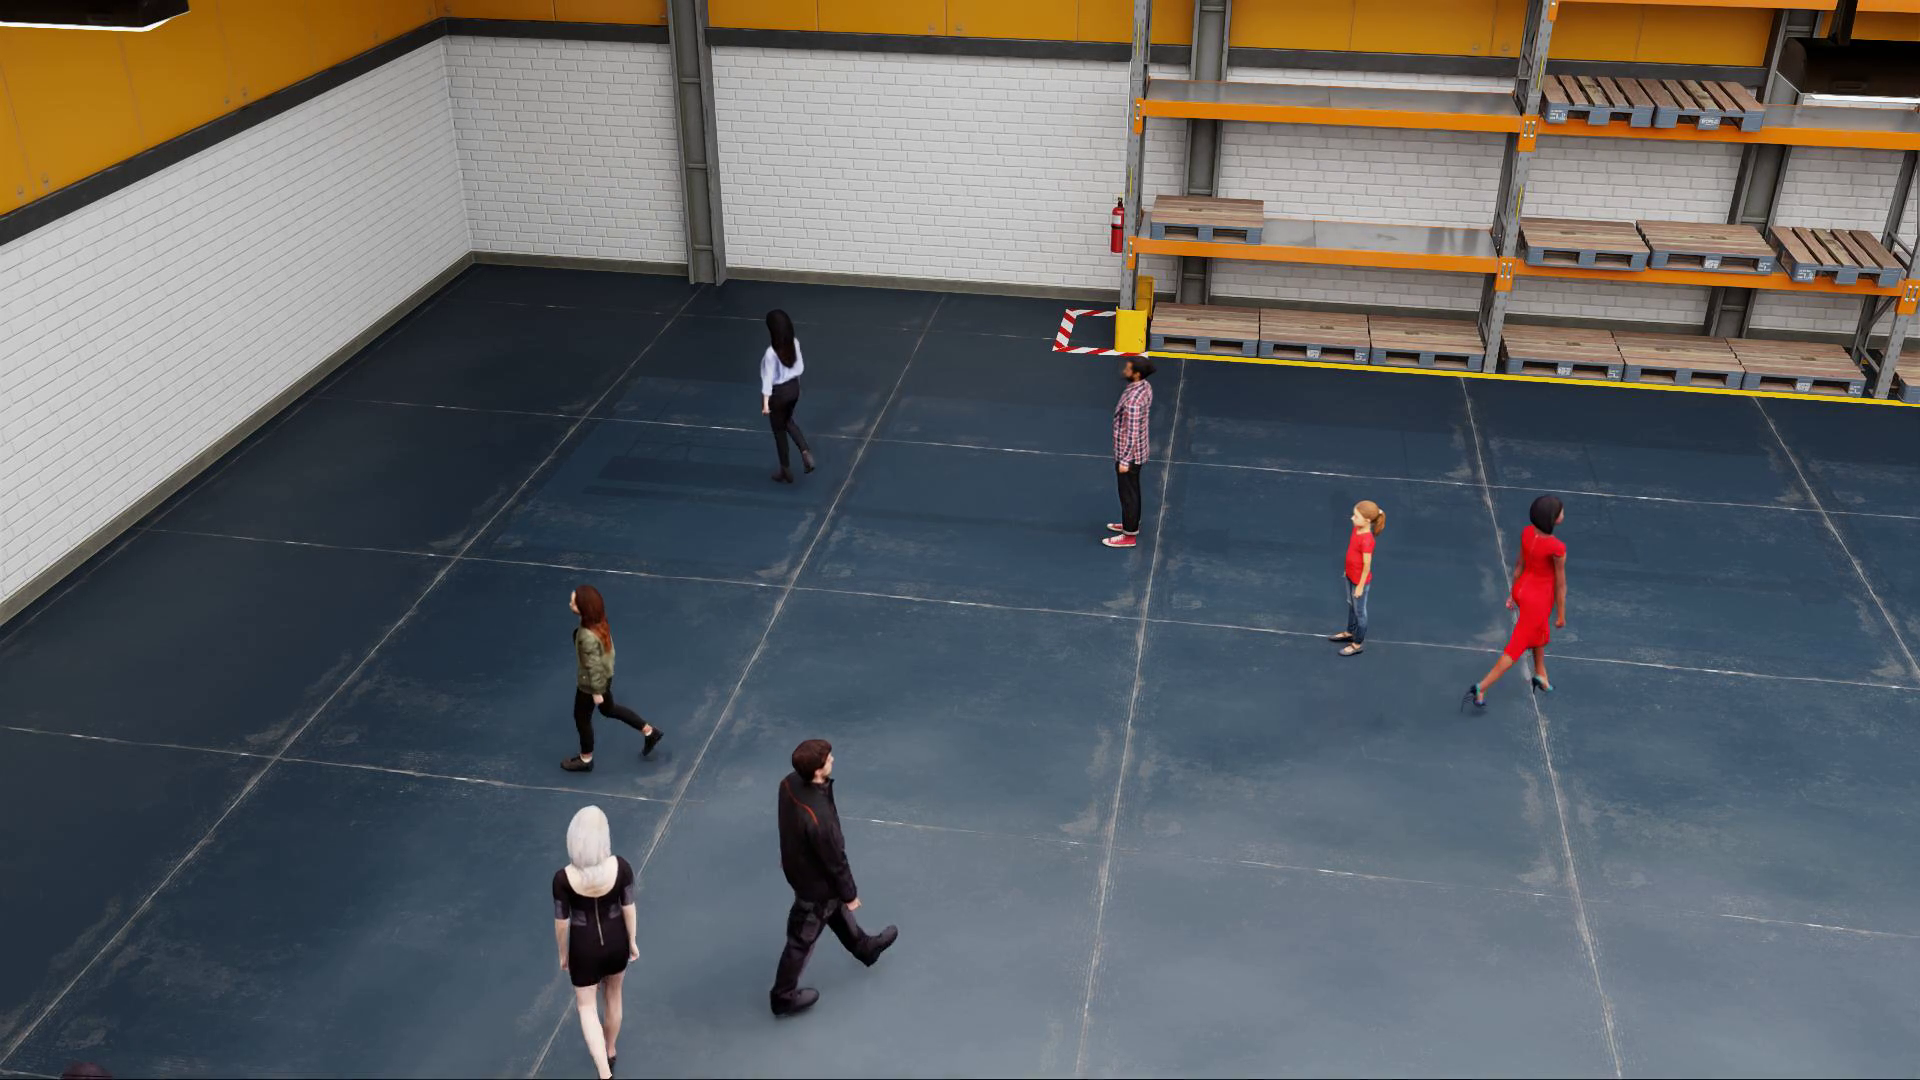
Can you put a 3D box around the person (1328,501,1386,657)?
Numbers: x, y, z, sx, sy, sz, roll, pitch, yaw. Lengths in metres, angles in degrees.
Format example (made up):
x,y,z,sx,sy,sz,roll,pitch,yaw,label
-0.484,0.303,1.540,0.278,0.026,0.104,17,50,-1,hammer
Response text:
x,y,z,sx,sy,sz,roll,pitch,yaw,label
3.108,0.281,12.933,0.550,1.310,0.525,-2,29,-4,person

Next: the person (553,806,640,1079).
x,y,z,sx,sy,sz,roll,pitch,yaw,label
-1.884,2.240,8.820,0.990,1.811,0.964,-13,31,-23,person

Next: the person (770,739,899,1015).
x,y,z,sx,sy,sz,roll,pitch,yaw,label
-0.907,1.940,9.383,1.249,1.798,1.123,-13,31,-23,person

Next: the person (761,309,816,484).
x,y,z,sx,sy,sz,roll,pitch,yaw,label
-1.566,-1.294,15.375,0.841,1.737,0.794,17,33,29,person

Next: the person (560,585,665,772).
x,y,z,sx,sy,sz,roll,pitch,yaw,label
-2.448,0.966,11.529,1.019,1.453,0.749,-2,29,-4,person

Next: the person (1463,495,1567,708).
x,y,z,sx,sy,sz,roll,pitch,yaw,label
4.103,0.506,12.110,1.163,1.703,0.937,-10,30,-17,person

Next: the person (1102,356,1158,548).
x,y,z,sx,sy,sz,roll,pitch,yaw,label
1.479,-0.787,14.422,0.595,1.760,0.680,5,29,10,person
